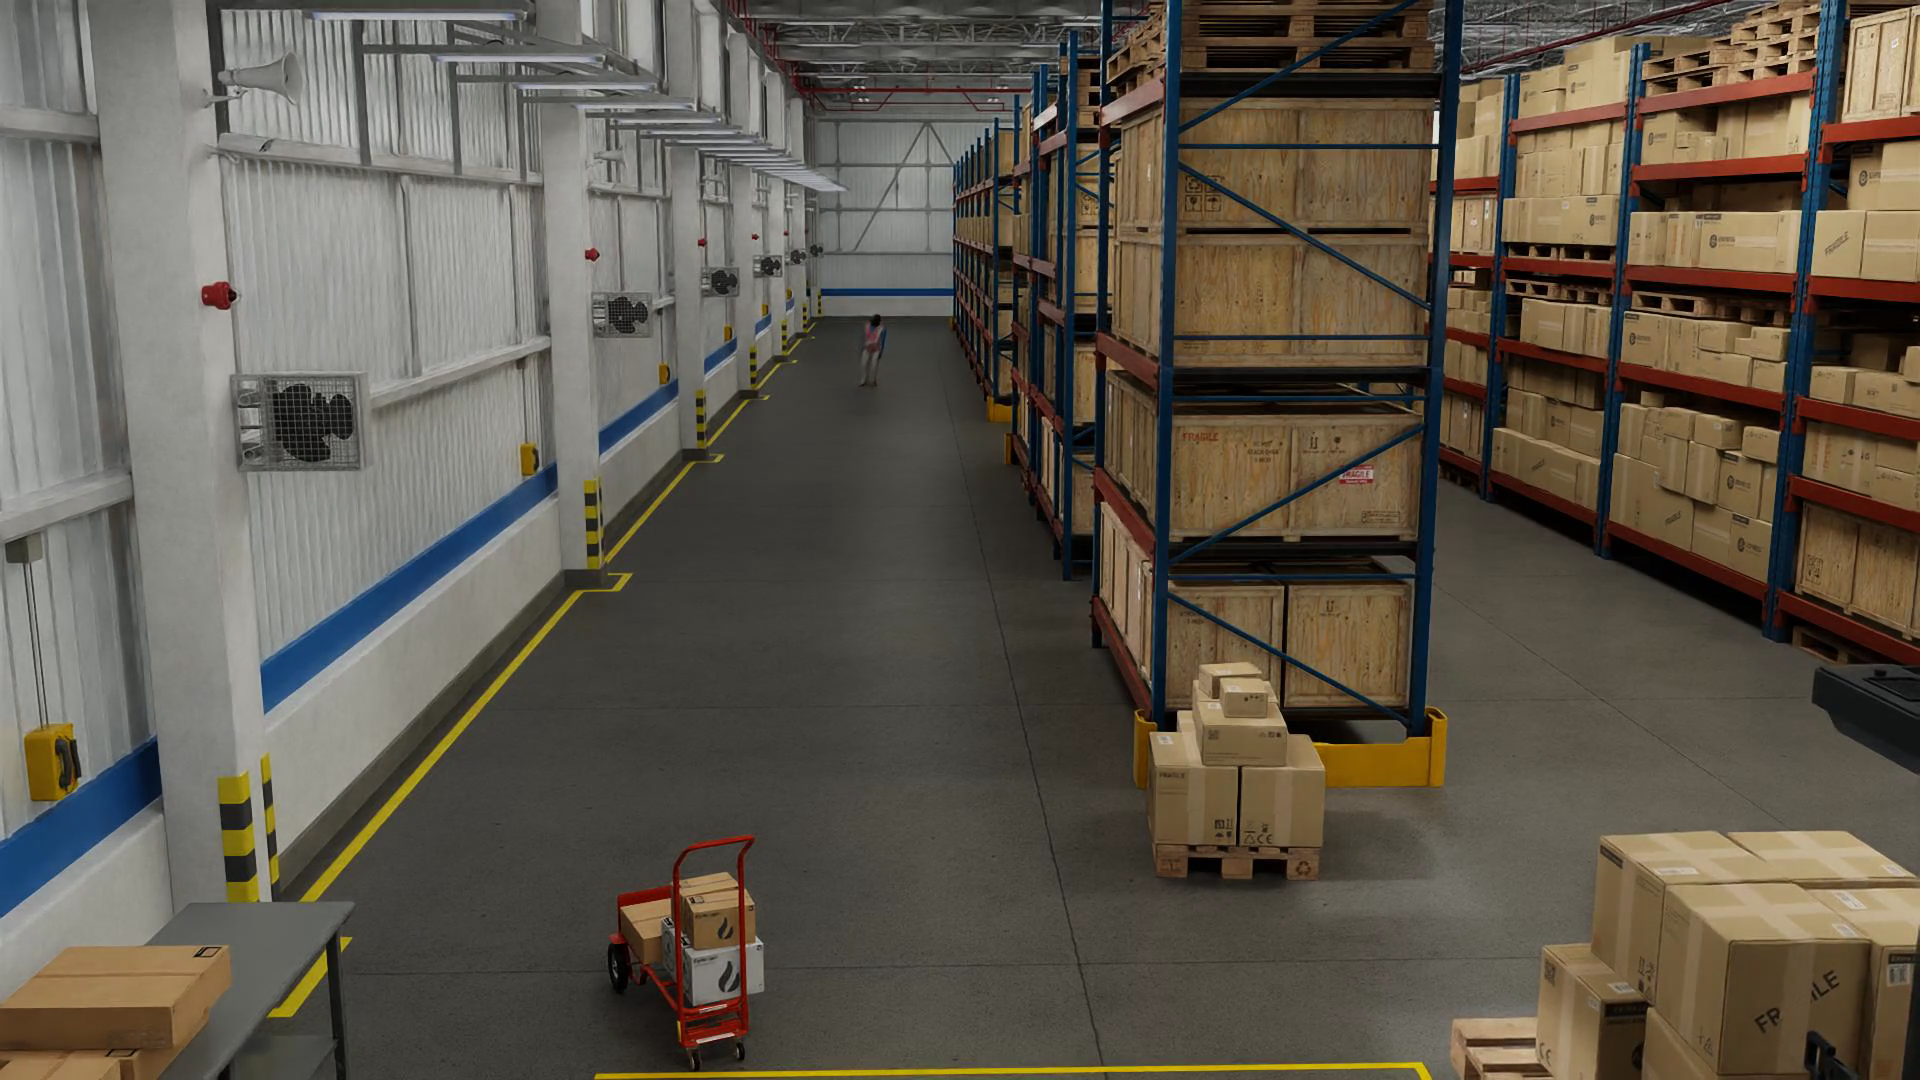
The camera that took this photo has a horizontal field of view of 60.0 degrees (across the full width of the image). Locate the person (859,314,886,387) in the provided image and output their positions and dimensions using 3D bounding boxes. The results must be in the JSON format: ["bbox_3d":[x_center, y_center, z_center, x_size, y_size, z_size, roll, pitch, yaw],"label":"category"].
[{"bbox_3d":[-2.166,-4.656,40.914,0.699,1.792,0.641,3,11,16],"label":"person"}]
